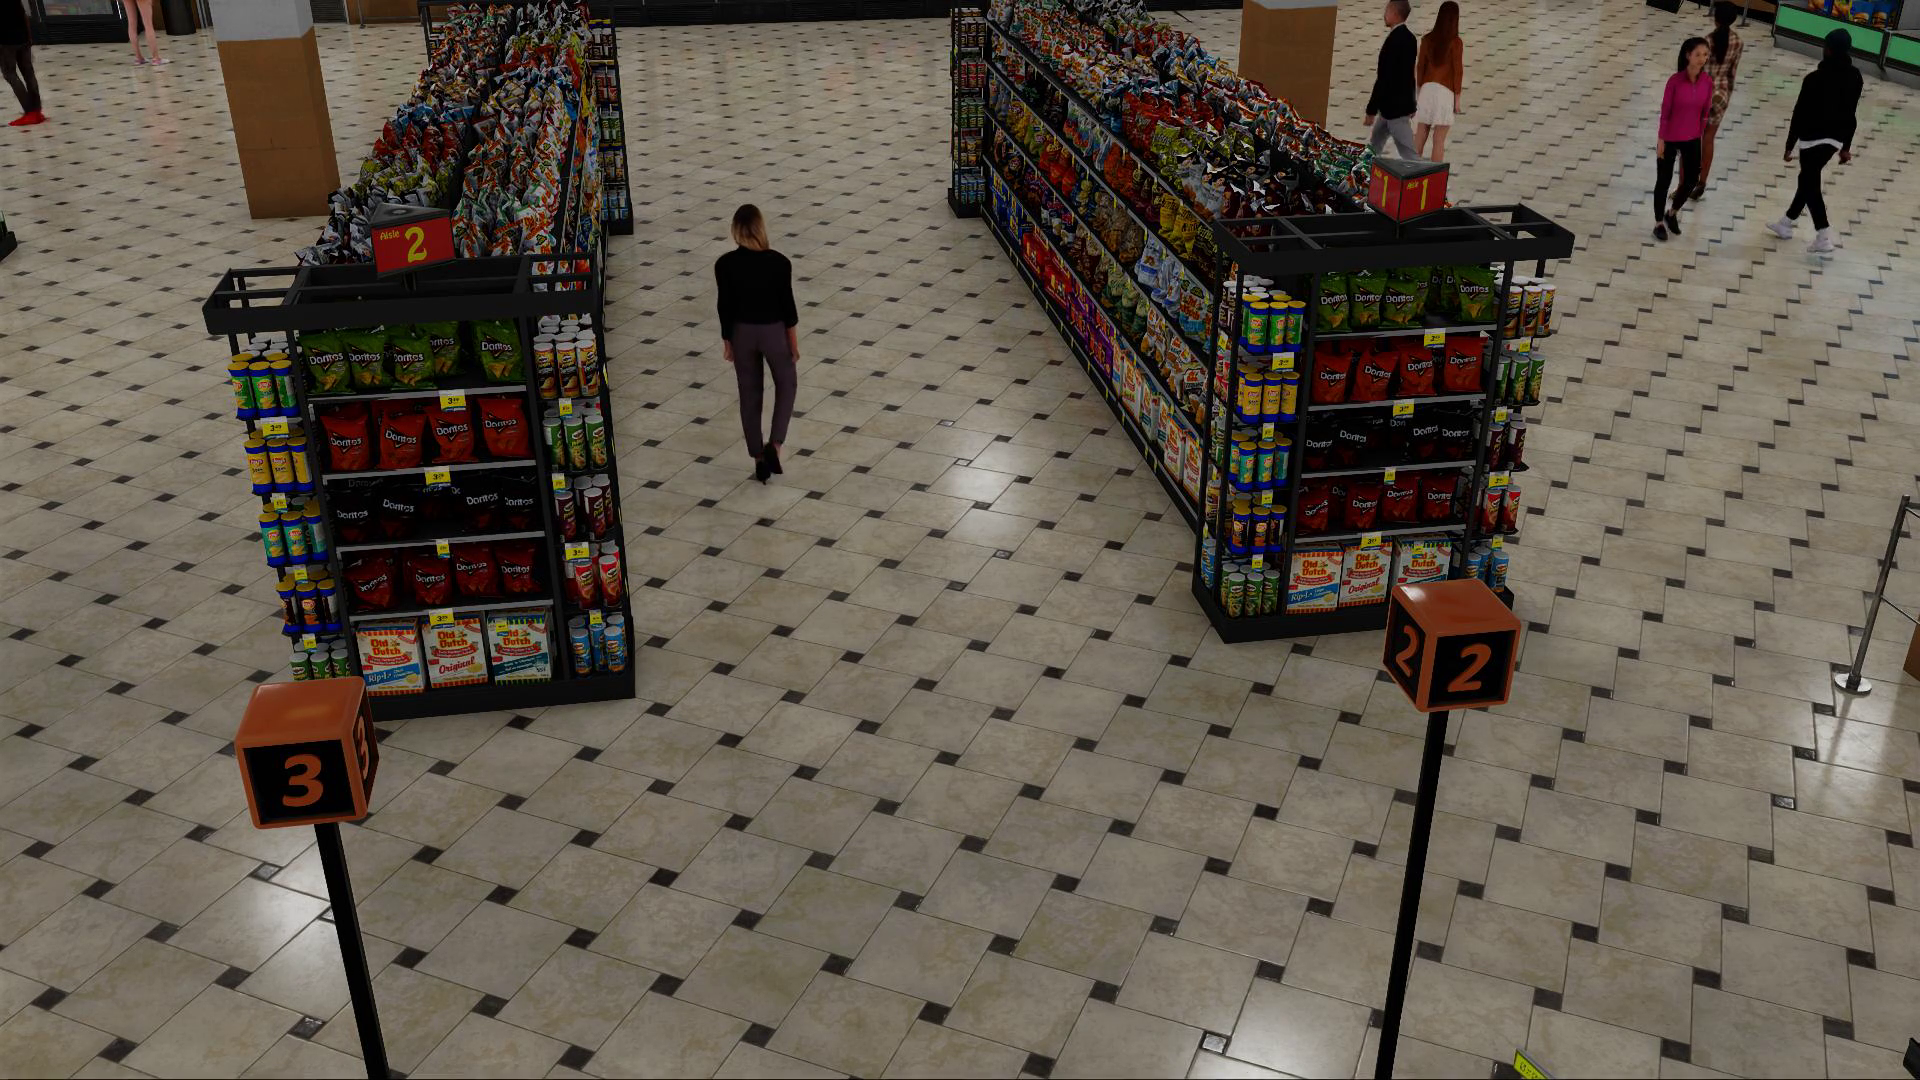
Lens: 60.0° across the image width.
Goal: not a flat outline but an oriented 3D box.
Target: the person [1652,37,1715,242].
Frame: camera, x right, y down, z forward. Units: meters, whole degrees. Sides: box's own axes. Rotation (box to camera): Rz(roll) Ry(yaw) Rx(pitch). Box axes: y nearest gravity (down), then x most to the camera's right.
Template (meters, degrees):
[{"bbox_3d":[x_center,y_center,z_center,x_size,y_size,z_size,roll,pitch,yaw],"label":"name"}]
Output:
[{"bbox_3d":[6.040,-3.395,14.072,0.636,1.689,0.643,0,27,0],"label":"person"}]

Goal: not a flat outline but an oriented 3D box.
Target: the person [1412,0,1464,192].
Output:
[{"bbox_3d":[4.430,-4.117,15.459,0.685,1.723,0.767,23,35,38],"label":"person"}]

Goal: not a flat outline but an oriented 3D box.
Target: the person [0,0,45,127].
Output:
[{"bbox_3d":[-10.177,-5.395,17.907,0.917,1.786,0.705,14,30,25],"label":"person"}]

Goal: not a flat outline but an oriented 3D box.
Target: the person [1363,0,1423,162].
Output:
[{"bbox_3d":[3.946,-3.822,14.687,1.329,1.895,1.338,12,29,23],"label":"person"}]

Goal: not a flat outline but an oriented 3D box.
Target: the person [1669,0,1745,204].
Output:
[{"bbox_3d":[6.759,-3.948,15.047,0.590,1.793,0.565,-2,27,-4],"label":"person"}]

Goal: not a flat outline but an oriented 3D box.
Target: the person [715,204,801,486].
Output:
[{"bbox_3d":[-1.149,-1.066,9.509,0.654,1.661,0.654,-1,27,-1],"label":"person"}]

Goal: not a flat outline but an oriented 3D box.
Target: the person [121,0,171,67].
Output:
[{"bbox_3d":[-10.342,-6.850,20.818,0.642,1.749,0.643,5,27,10],"label":"person"}]

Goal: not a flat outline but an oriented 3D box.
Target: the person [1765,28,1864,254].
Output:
[{"bbox_3d":[7.099,-3.214,13.621,0.696,1.774,1.197,-5,27,-9],"label":"person"}]
